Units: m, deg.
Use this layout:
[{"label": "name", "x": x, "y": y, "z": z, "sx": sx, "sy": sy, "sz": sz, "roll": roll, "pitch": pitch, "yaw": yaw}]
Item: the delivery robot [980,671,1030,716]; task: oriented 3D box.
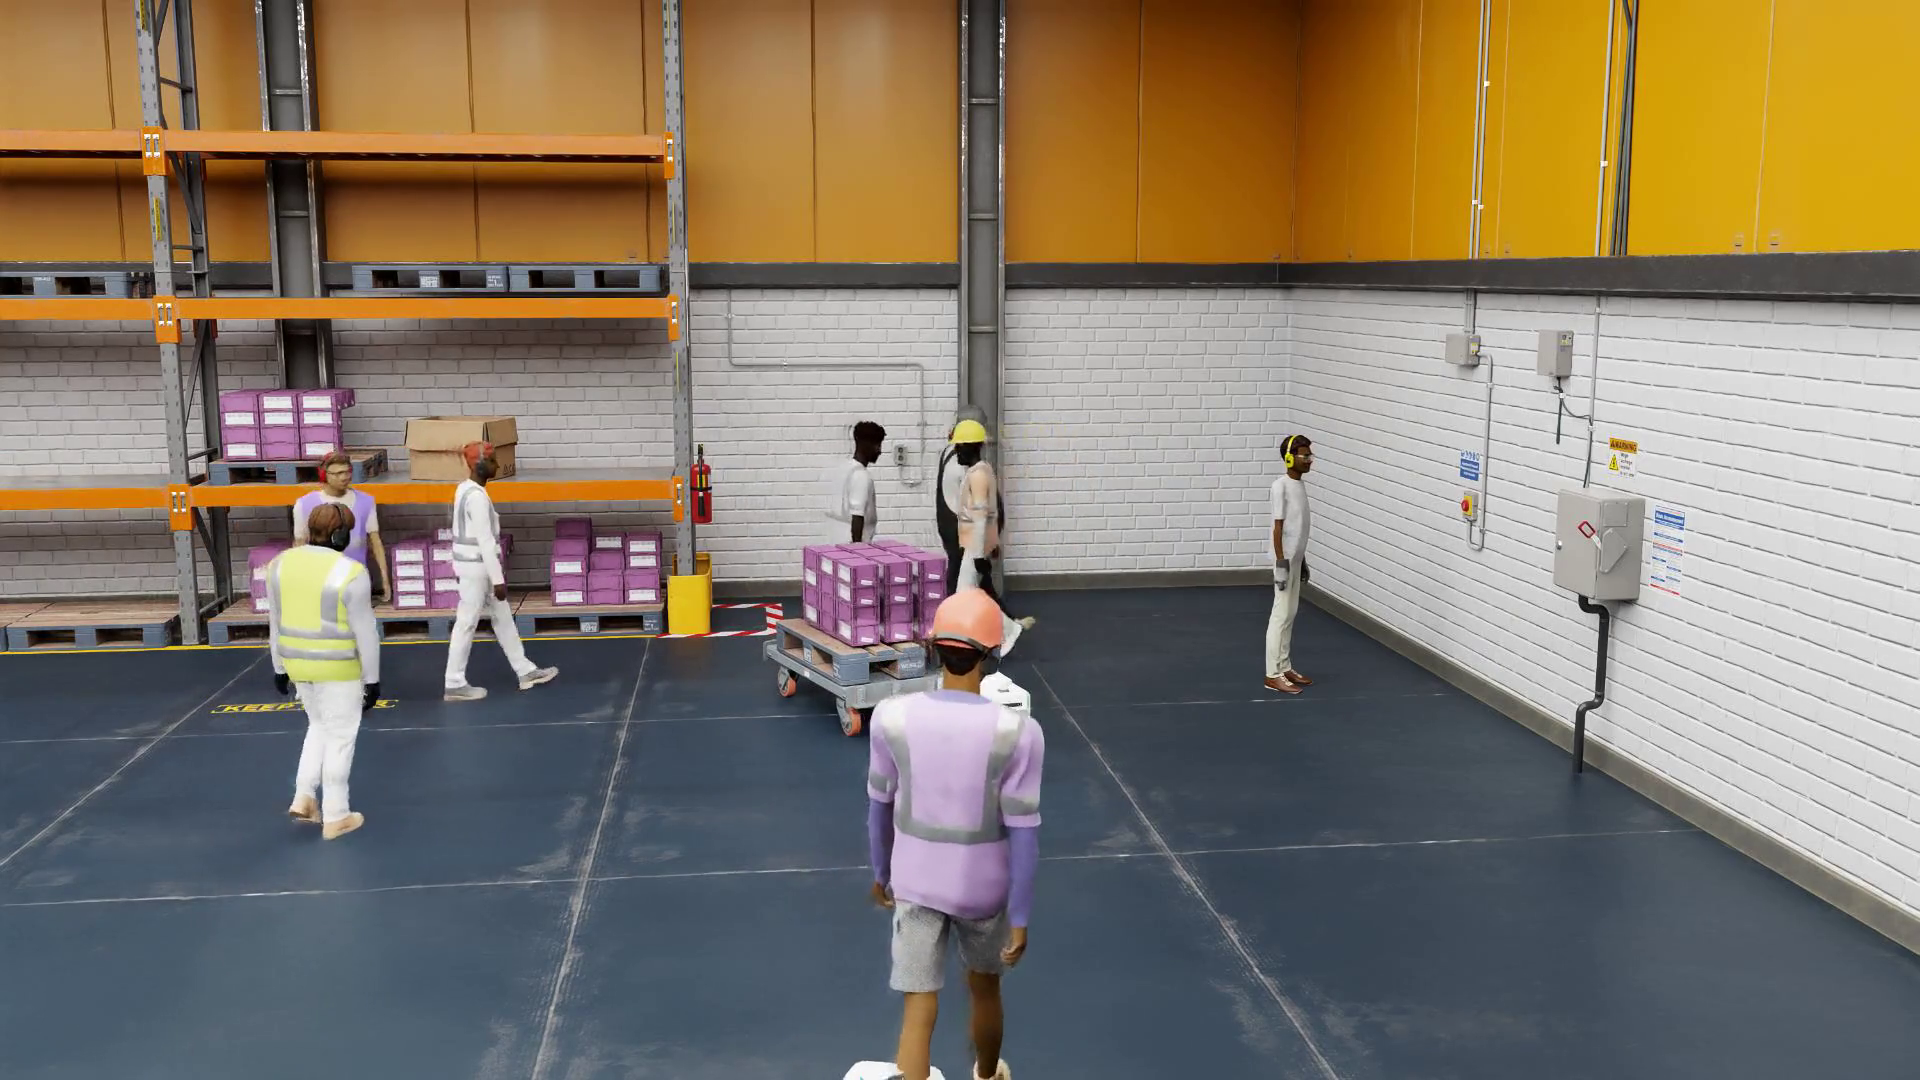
[{"label": "delivery robot", "x": 0.176, "y": 1.007, "z": 10.664, "sx": 0.477, "sy": 0.478, "sz": 0.707, "roll": -3, "pitch": 10, "yaw": -21}]

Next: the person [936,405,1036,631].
[{"label": "person", "x": 0.167, "y": -0.110, "z": 13.308, "sx": 0.979, "sy": 2.000, "sz": 0.698, "roll": -2, "pitch": 9, "yaw": -11}]

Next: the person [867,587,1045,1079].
[{"label": "person", "x": -0.029, "y": 1.154, "z": 5.584, "sx": 0.626, "sy": 2.001, "sz": 1.042, "roll": 2, "pitch": 9, "yaw": 10}]

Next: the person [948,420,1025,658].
[{"label": "person", "x": 0.168, "y": 0.016, "z": 12.928, "sx": 0.536, "sy": 1.912, "sz": 0.595, "roll": 0, "pitch": 9, "yaw": 1}]

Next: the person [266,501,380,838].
[{"label": "person", "x": -3.382, "y": 0.701, "z": 8.929, "sx": 0.642, "sy": 1.823, "sz": 0.446, "roll": 3, "pitch": 10, "yaw": 19}]

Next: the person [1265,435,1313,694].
[{"label": "person", "x": 2.422, "y": 0.164, "z": 12.124, "sx": 0.328, "sy": 1.874, "sz": 0.521, "roll": 5, "pitch": 10, "yaw": 29}]

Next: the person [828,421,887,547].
[{"label": "person", "x": -0.818, "y": 0.023, "z": 12.938, "sx": 0.999, "sy": 1.904, "sz": 0.629, "roll": -4, "pitch": 10, "yaw": -23}]

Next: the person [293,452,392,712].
[{"label": "person", "x": -4.227, "y": 0.297, "z": 11.493, "sx": 0.927, "sy": 1.799, "sz": 0.598, "roll": 9, "pitch": 12, "yaw": 43}]

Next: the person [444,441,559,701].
[{"label": "person", "x": -3.287, "y": 0.218, "z": 11.841, "sx": 0.910, "sy": 1.847, "sz": 0.613, "roll": -3, "pitch": 10, "yaw": -20}]

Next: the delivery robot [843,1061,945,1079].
[{"label": "delivery robot", "x": -0.260, "y": 1.886, "z": 5.183, "sx": 0.477, "sy": 0.478, "sz": 0.707, "roll": 2, "pitch": 9, "yaw": 9}]
